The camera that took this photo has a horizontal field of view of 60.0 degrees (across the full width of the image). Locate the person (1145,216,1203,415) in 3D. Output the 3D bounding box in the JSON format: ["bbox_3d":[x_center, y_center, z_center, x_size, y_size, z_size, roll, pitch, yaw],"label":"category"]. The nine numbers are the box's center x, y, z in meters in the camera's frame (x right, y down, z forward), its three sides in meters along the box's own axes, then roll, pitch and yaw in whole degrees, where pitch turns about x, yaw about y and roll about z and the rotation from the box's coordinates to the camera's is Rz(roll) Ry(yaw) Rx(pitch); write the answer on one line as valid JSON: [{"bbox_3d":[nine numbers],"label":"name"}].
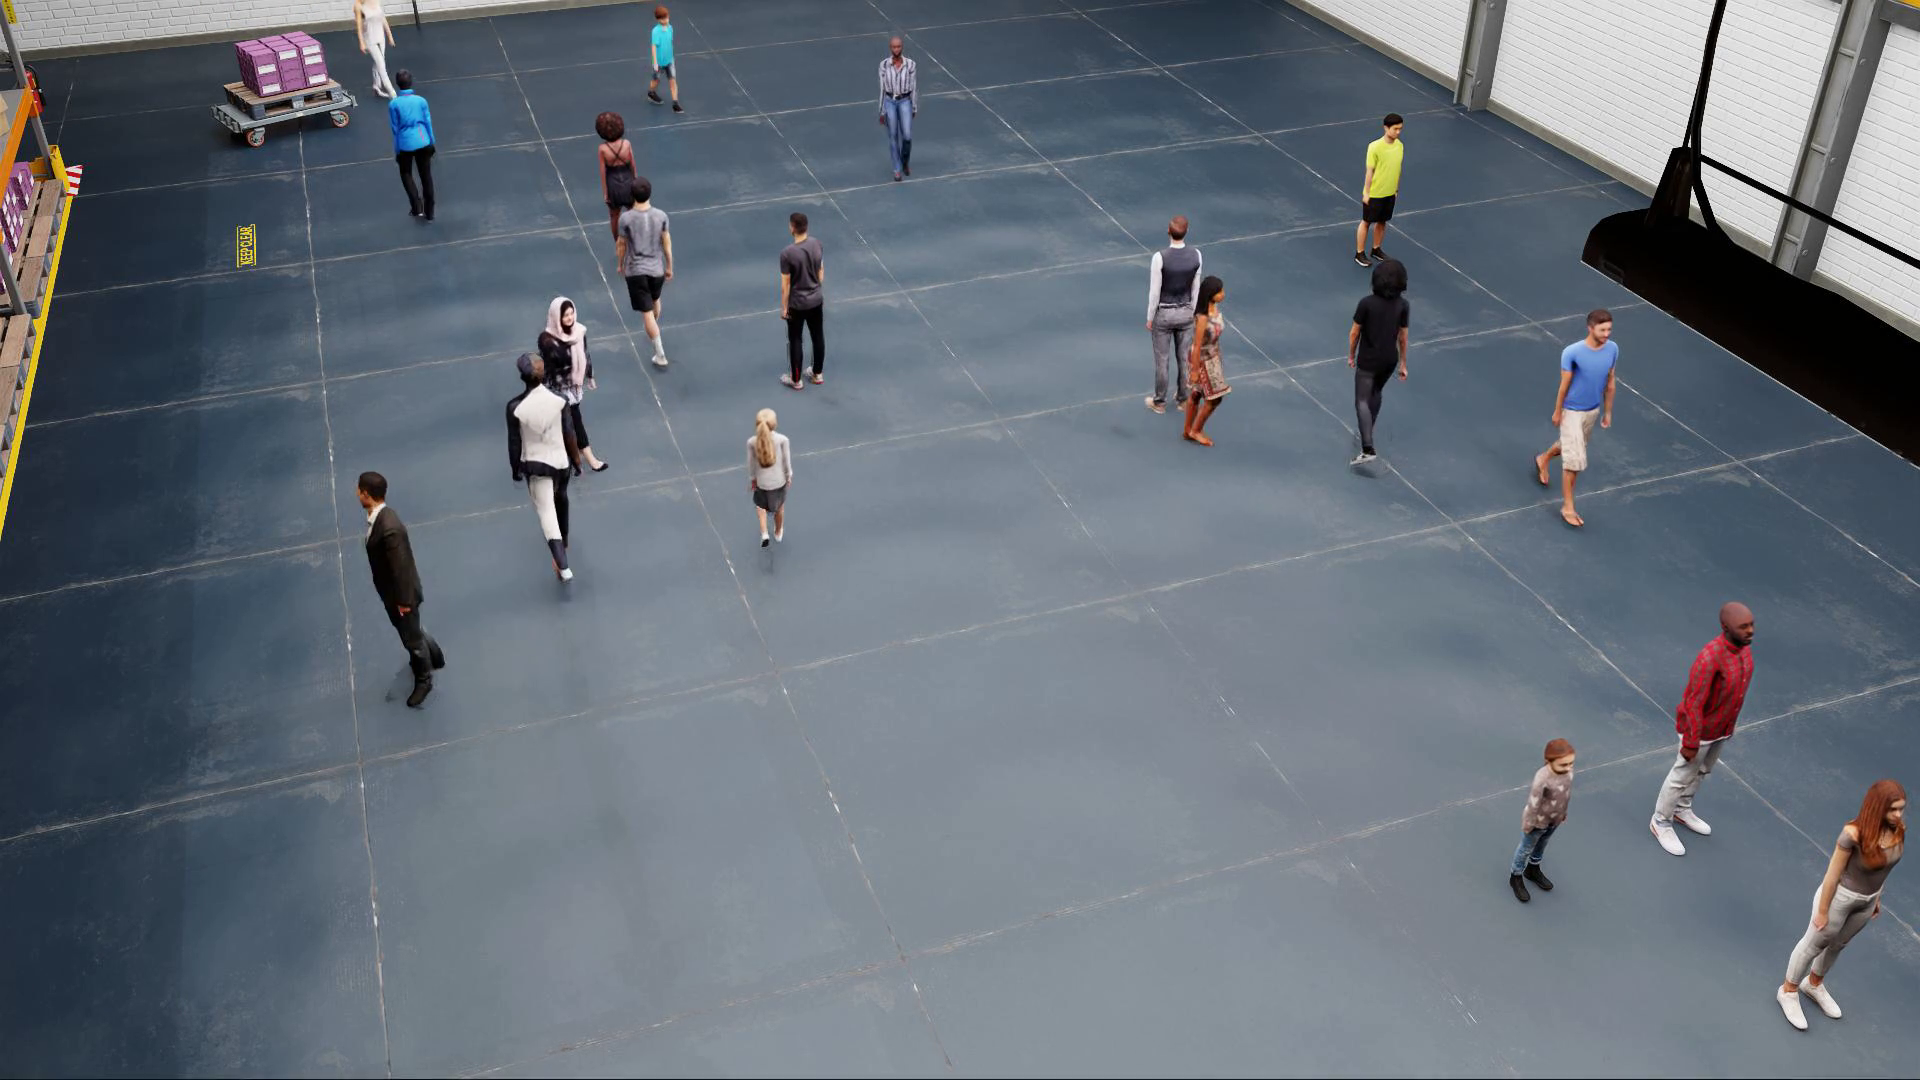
[{"bbox_3d":[1.969,-2.083,15.349,0.682,1.937,0.613,-7,34,-11],"label":"person"}]

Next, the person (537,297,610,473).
[{"bbox_3d":[-3.527,-1.403,14.635,1.123,1.595,0.985,23,40,30],"label":"person"}]

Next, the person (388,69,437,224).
[{"bbox_3d":[-6.247,-4.488,19.103,0.696,1.786,0.649,-19,38,-26],"label":"person"}]

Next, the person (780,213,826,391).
[{"bbox_3d":[-1.456,-2.264,15.779,0.713,1.764,0.681,-22,40,-30],"label":"person"}]

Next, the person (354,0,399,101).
[{"bbox_3d":[-8.101,-6.881,22.830,1.008,1.648,0.933,16,37,23],"label":"person"}]

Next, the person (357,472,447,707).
[{"bbox_3d":[-3.974,0.362,11.819,0.668,1.773,0.856,27,42,34],"label":"person"}]

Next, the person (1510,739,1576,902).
[{"bbox_3d":[3.629,1.701,10.328,0.510,1.194,0.486,-16,37,-22],"label":"person"}]

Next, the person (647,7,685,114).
[{"bbox_3d":[-4.054,-6.522,22.513,0.761,1.400,1.065,-26,42,-33],"label":"person"}]

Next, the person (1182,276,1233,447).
[{"bbox_3d":[2.100,-1.607,14.906,0.868,1.636,0.804,11,35,17],"label":"person"}]

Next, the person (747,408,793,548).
[{"bbox_3d":[-1.546,-0.484,13.551,0.604,1.265,0.727,-2,34,-3],"label":"person"}]

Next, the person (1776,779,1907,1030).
[{"bbox_3d":[4.990,2.021,9.368,0.579,1.724,0.511,-10,35,-15],"label":"person"}]

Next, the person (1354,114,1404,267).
[{"bbox_3d":[4.590,-3.847,18.212,0.615,1.706,0.536,-14,36,-20],"label":"person"}]

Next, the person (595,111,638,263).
[{"bbox_3d":[-3.634,-3.739,17.998,0.597,1.764,0.995,-10,35,-14],"label":"person"}]

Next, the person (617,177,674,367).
[{"bbox_3d":[-3.039,-2.572,16.175,0.738,1.838,1.180,-14,36,-20],"label":"person"}]

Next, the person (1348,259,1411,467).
[{"bbox_3d":[3.686,-1.532,14.662,0.852,1.780,1.132,-4,34,-6],"label":"person"}]

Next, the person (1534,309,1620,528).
[{"bbox_3d":[5.178,-1.140,14.017,0.732,1.842,1.220,-8,35,-12],"label":"person"}]

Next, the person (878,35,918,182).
[{"bbox_3d":[-0.778,-5.273,20.289,0.702,1.782,0.707,-3,34,-4],"label":"person"}]

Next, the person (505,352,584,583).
[{"bbox_3d":[-3.238,-0.530,13.090,0.757,1.852,1.216,-15,36,-21],"label":"person"}]

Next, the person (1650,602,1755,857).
[{"bbox_3d":[4.744,1.156,10.582,0.728,1.820,0.686,-23,40,-30],"label":"person"}]
